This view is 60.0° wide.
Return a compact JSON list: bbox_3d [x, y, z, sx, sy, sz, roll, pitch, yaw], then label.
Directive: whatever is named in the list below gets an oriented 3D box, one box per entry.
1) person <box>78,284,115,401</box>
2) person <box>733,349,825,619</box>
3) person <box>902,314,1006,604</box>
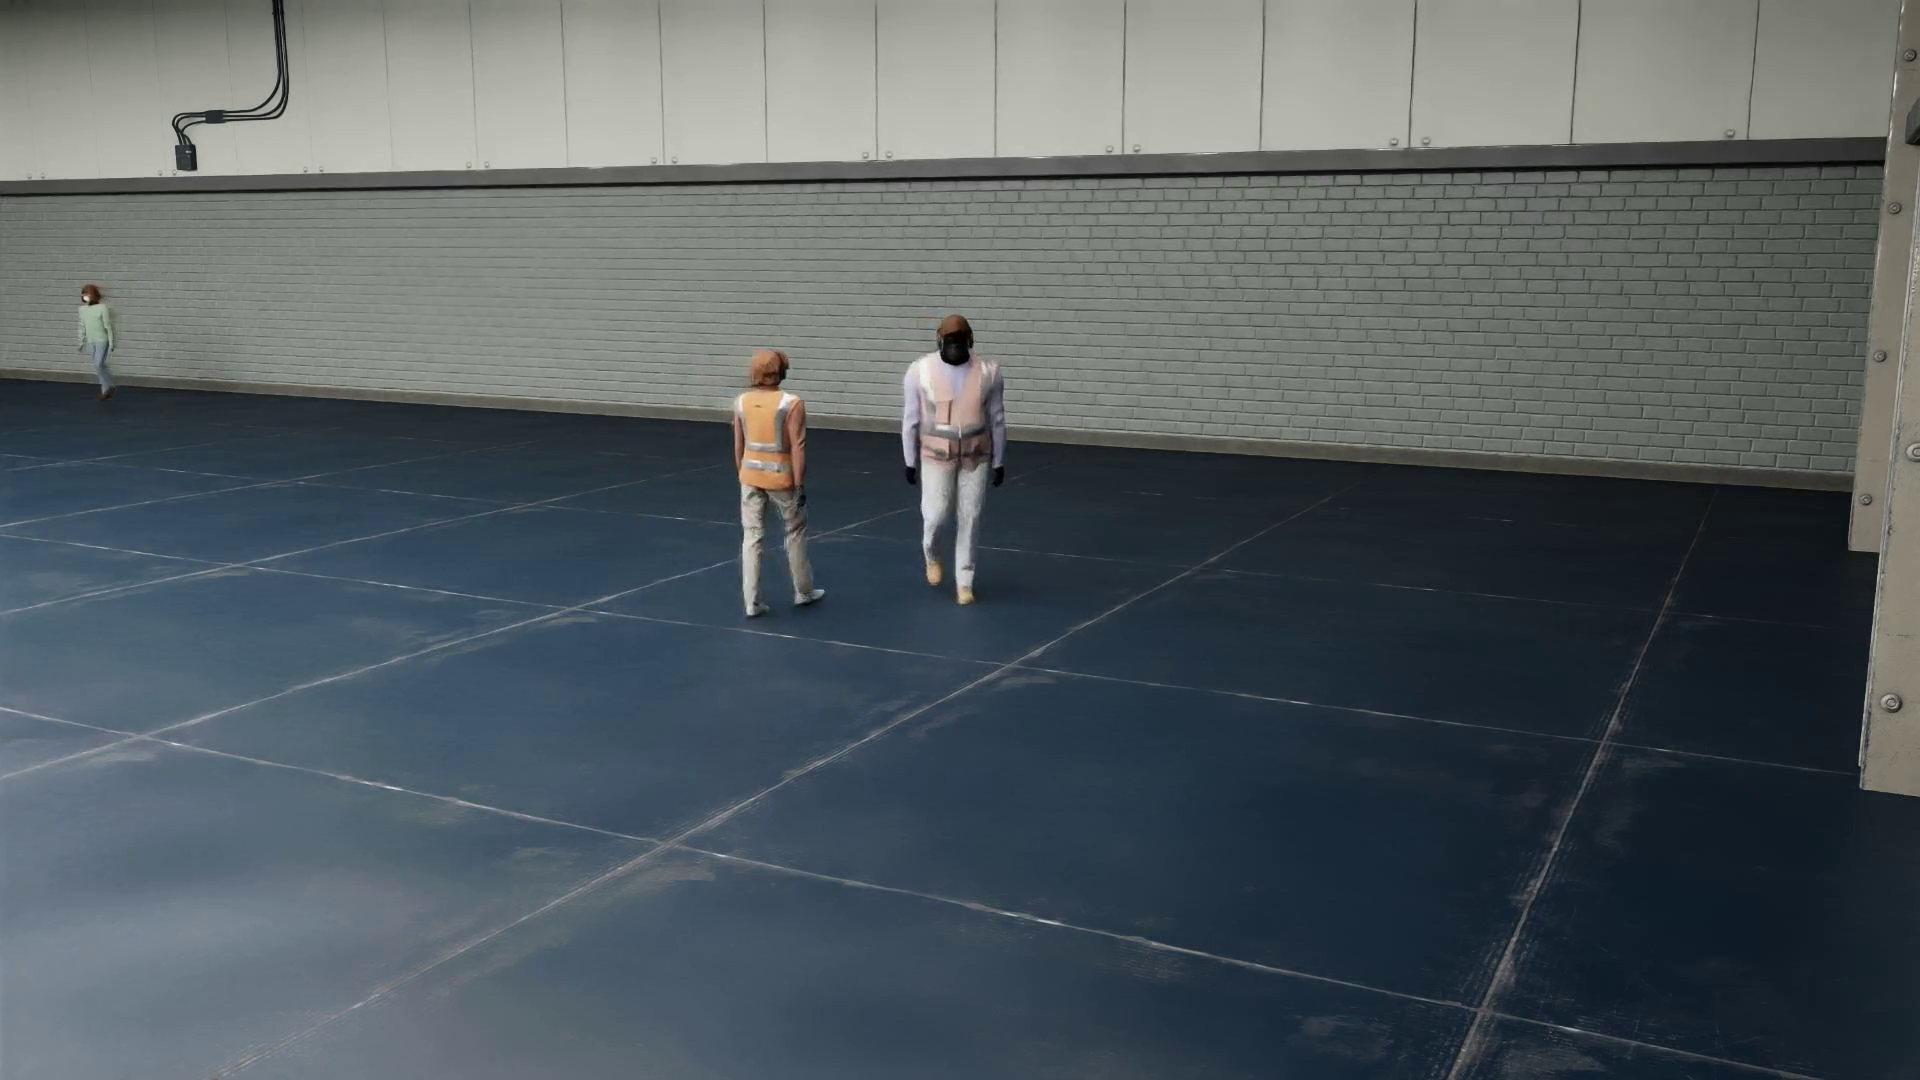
[{"bbox_3d":[-11.935,-2.713,22.985,0.502,1.621,0.468,4,11,21],"label":"person"},{"bbox_3d":[-1.107,-0.355,10.148,0.535,1.609,0.723,4,11,22],"label":"person"},{"bbox_3d":[-0.037,-0.511,10.442,0.639,1.822,0.509,-2,10,-8],"label":"person"}]
